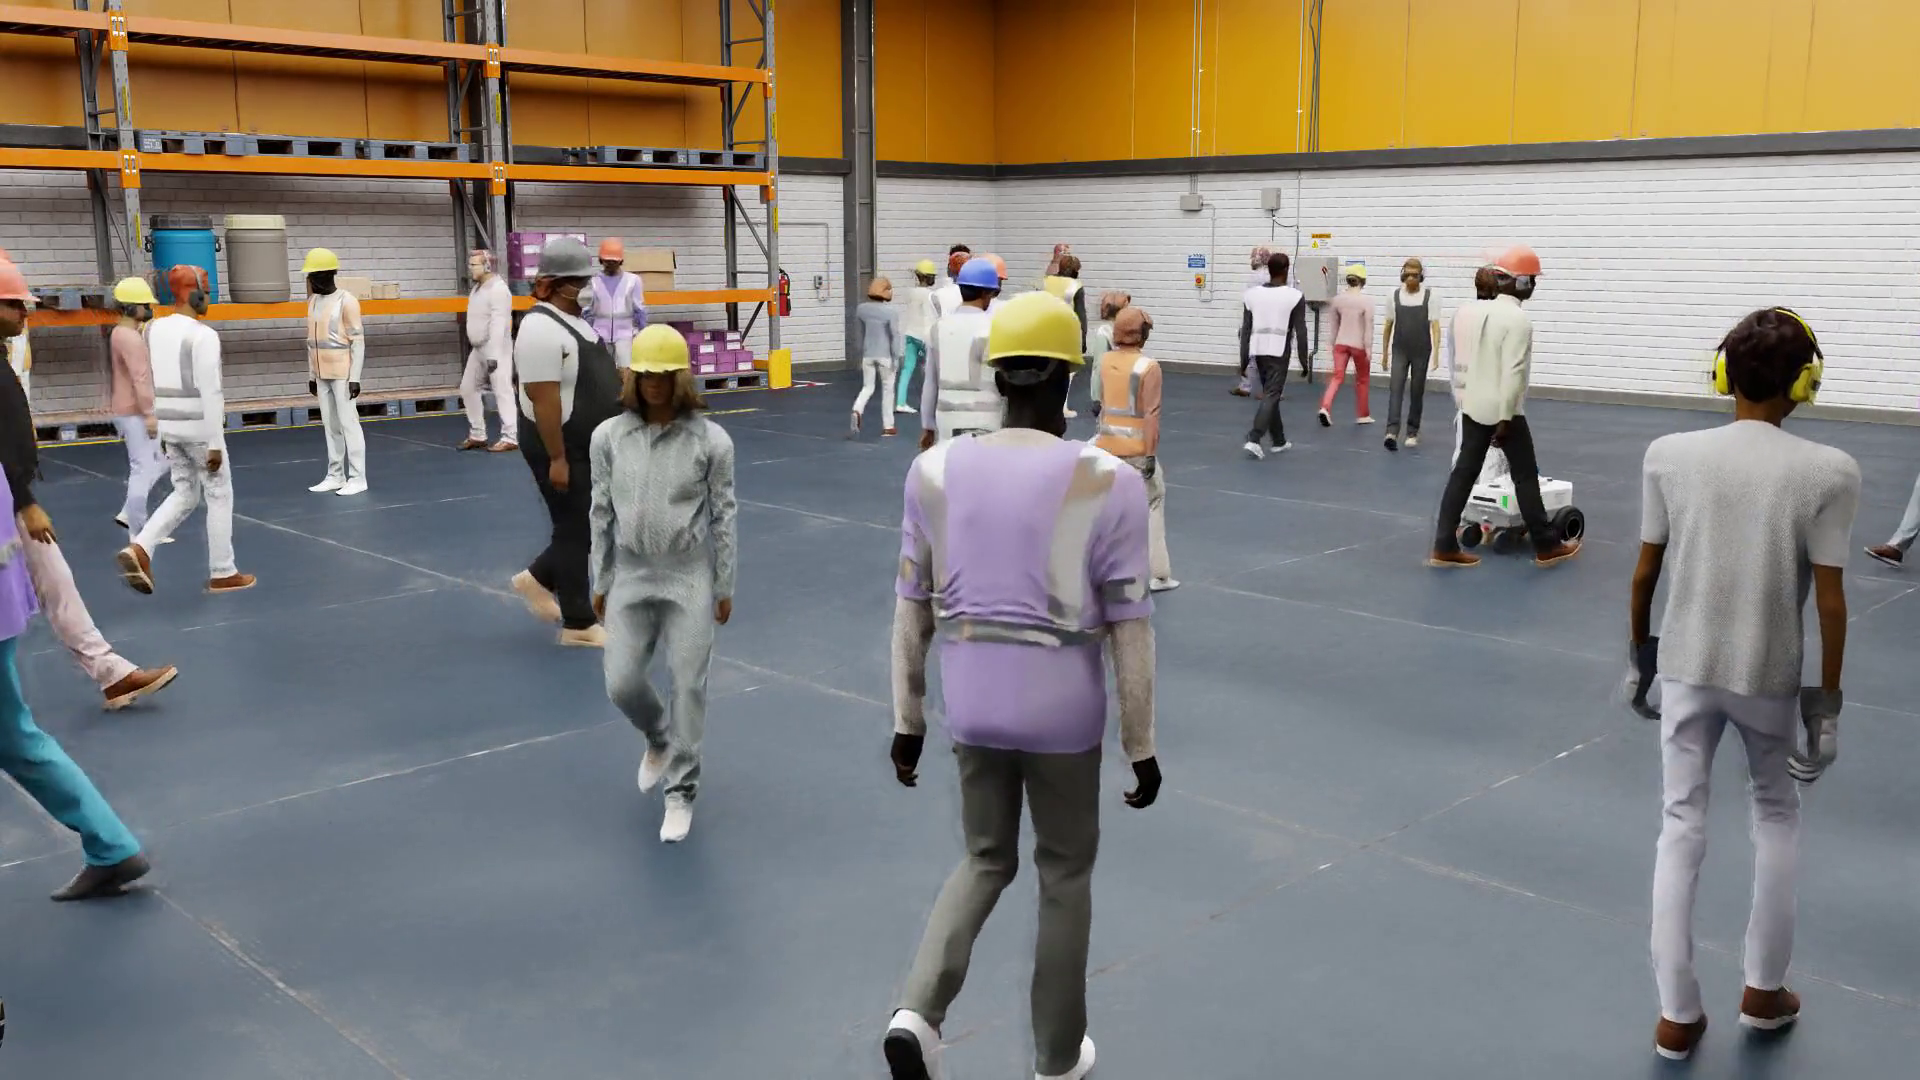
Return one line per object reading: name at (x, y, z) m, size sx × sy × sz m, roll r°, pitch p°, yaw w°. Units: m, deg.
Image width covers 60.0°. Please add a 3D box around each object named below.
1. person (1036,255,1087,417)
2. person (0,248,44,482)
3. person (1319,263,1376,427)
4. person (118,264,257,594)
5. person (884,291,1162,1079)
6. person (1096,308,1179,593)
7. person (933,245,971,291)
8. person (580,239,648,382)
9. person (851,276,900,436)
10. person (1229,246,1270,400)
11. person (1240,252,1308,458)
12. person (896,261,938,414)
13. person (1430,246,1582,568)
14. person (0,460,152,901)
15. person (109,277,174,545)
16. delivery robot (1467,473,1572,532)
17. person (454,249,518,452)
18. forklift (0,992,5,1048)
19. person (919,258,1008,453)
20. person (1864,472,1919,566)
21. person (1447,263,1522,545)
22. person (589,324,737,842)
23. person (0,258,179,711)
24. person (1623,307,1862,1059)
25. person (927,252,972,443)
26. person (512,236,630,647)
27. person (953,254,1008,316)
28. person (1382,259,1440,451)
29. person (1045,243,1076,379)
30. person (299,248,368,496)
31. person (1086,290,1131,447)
person at (1.065, -2.247, 18.478) m, size 0.756 × 1.804 × 0.476 m, roll 7°, pitch 13°, yaw 35°
person at (-7.789, -1.420, 13.568) m, size 0.369 × 1.935 × 0.552 m, roll -9°, pitch 14°, yaw -40°
person at (4.135, -2.066, 17.649) m, size 0.541 × 1.735 × 0.849 m, roll 10°, pitch 14°, yaw 43°
person at (-4.315, -0.585, 9.210) m, size 0.582 × 1.867 × 0.696 m, roll 5°, pitch 12°, yaw 26°
person at (0.118, 0.398, 3.756) m, size 0.618 × 1.902 × 0.616 m, roll 5°, pitch 12°, yaw 27°
person at (0.951, -0.503, 9.453) m, size 0.554 × 1.619 × 0.533 m, roll -9°, pitch 14°, yaw -39°
person at (0.023, -2.179, 17.766) m, size 0.630 × 1.908 × 1.005 m, roll 2°, pitch 11°, yaw 11°
person at (-3.510, -2.032, 16.778) m, size 0.734 × 1.971 × 1.008 m, roll -2°, pitch 11°, yaw -10°
person at (-0.837, -1.824, 16.630) m, size 0.510 × 1.615 × 0.619 m, roll 5°, pitch 12°, yaw 27°
person at (3.599, -2.662, 20.501) m, size 0.872 × 1.873 × 0.667 m, roll 7°, pitch 12°, yaw 33°
person at (2.863, -1.697, 15.278) m, size 0.606 × 1.874 × 0.991 m, roll 8°, pitch 13°, yaw 37°
person at (-0.363, -2.303, 18.940) m, size 0.875 × 1.721 × 0.547 m, roll -6°, pitch 12°, yaw -29°
person at (3.339, -0.791, 10.094) m, size 0.983 × 1.946 × 0.627 m, roll -3°, pitch 11°, yaw -14°
person at (-2.912, 0.255, 4.812) m, size 0.940 × 1.801 × 0.582 m, roll -3°, pitch 11°, yaw -17°
person at (-5.324, -0.828, 10.840) m, size 0.371 × 1.751 × 0.551 m, roll -6°, pitch 12°, yaw -31°
delivery robot at (3.631, -0.265, 10.786) m, size 0.707 × 0.478 × 0.477 m, roll -7°, pitch 12°, yaw -32°
person at (-4.464, -1.743, 15.455) m, size 0.690 × 1.883 × 0.680 m, roll -8°, pitch 13°, yaw -38°
forklift at (-3.245, 0.323, 3.363) m, size 2.313 × 2.155 × 1.214 m, roll 2°, pitch 11°, yaw 13°
person at (0.052, -0.697, 9.765) m, size 0.583 × 1.896 × 0.975 m, roll 10°, pitch 14°, yaw 44°
person at (5.914, -0.586, 9.938) m, size 0.830 × 1.586 × 0.515 m, roll -3°, pitch 11°, yaw -16°
person at (3.479, -0.894, 10.961) m, size 0.429 × 1.844 × 0.627 m, roll -5°, pitch 11°, yaw -24°
person at (-0.997, 0.131, 5.653) m, size 0.501 × 1.730 × 0.459 m, roll 0°, pitch 10°, yaw 2°
person at (-3.893, -0.175, 6.806) m, size 1.057 × 1.933 × 0.618 m, roll -3°, pitch 11°, yaw -14°
person at (1.927, 0.352, 4.165) m, size 0.522 × 1.846 × 0.649 m, roll 6°, pitch 12°, yaw 31°
person at (0.004, -1.494, 14.124) m, size 0.575 × 1.883 × 0.362 m, roll 4°, pitch 11°, yaw 19°
person at (-1.914, -0.479, 8.158) m, size 0.625 × 2.000 × 0.690 m, roll 1°, pitch 10°, yaw 7°
person at (0.209, -1.176, 12.421) m, size 0.545 × 1.885 × 1.012 m, roll 9°, pitch 14°, yaw 40°
person at (4.223, -1.722, 15.607) m, size 0.529 × 1.791 × 0.987 m, roll 3°, pitch 11°, yaw 17°
person at (1.433, -3.246, 23.612) m, size 0.409 × 1.908 × 0.639 m, roll -2°, pitch 11°, yaw -13°
person at (-4.899, -1.305, 12.979) m, size 0.593 × 1.922 × 0.380 m, roll 7°, pitch 12°, yaw 33°
person at (1.077, -1.101, 12.712) m, size 0.690 × 1.613 × 0.512 m, roll 3°, pitch 11°, yaw 18°
